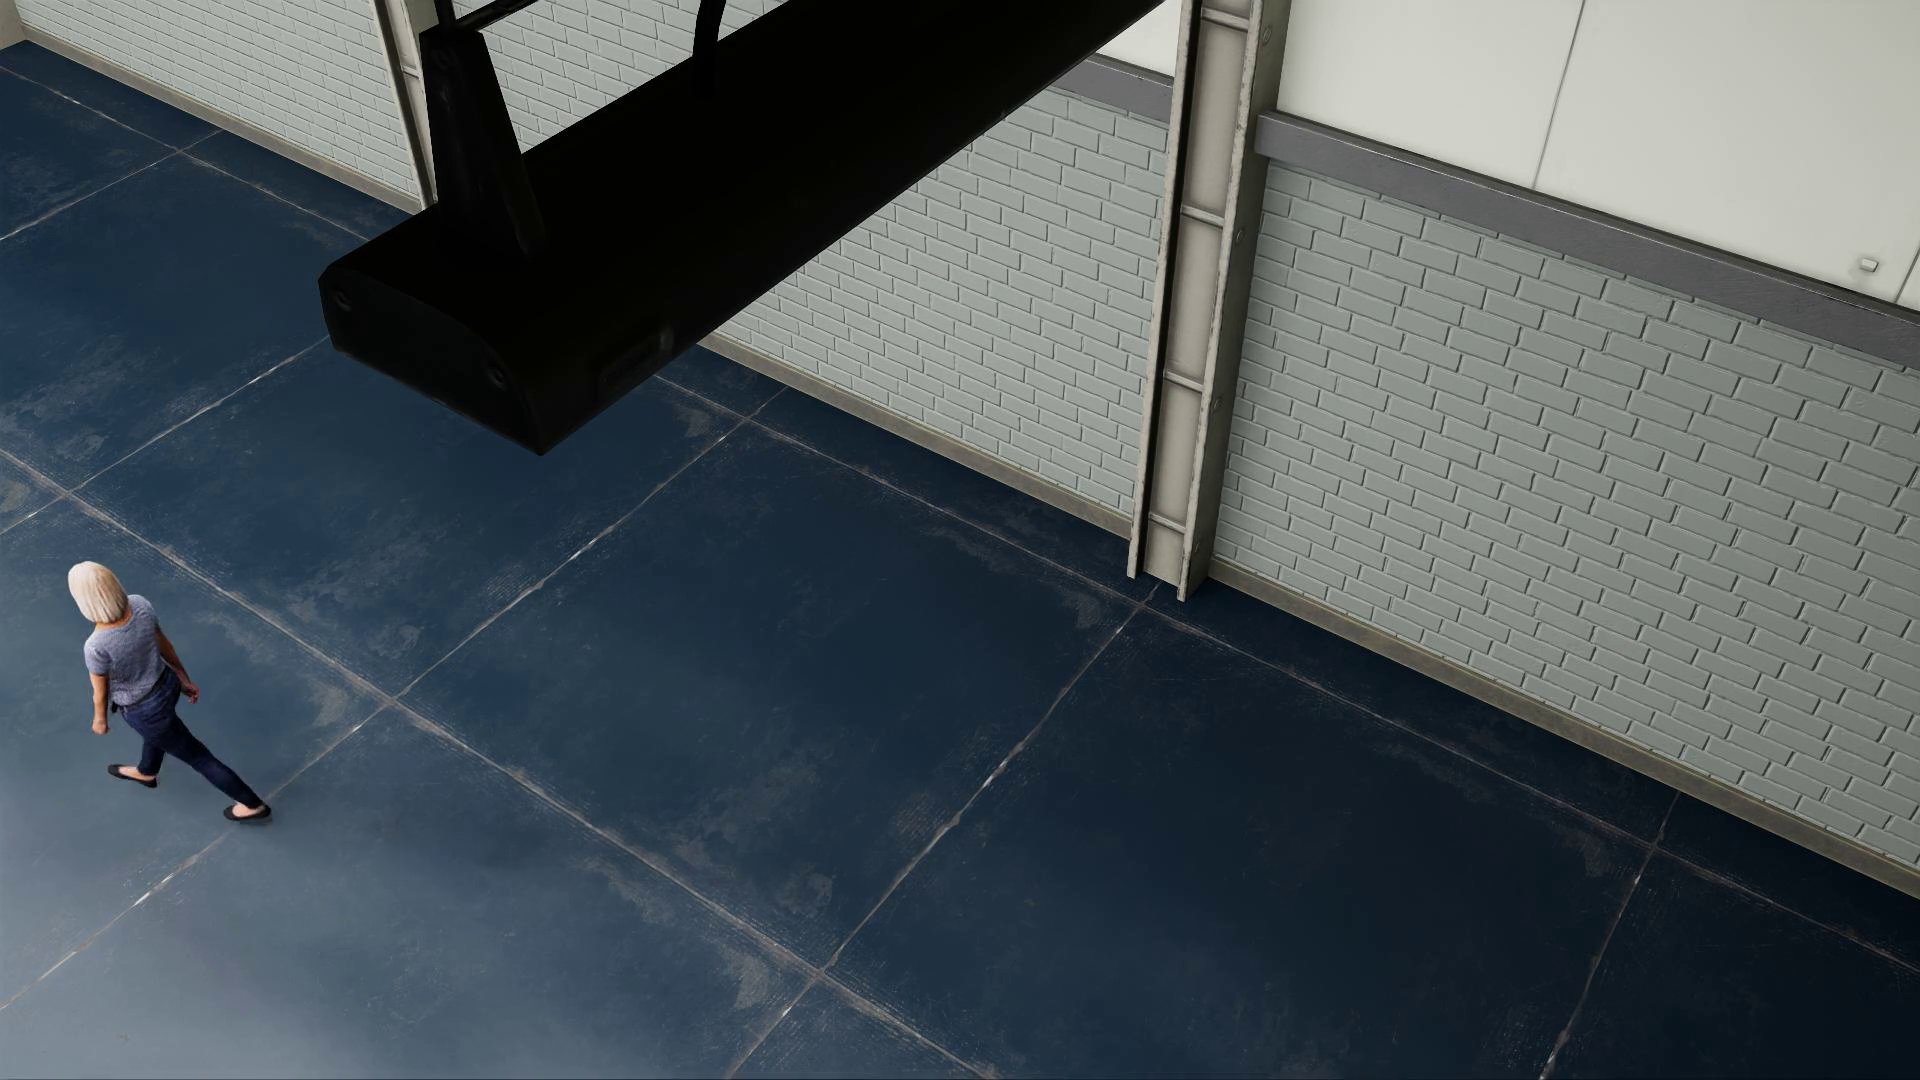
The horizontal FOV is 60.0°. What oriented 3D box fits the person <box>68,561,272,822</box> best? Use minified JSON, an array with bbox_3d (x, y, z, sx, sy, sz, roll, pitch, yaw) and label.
[{"bbox_3d":[-3.796,0.804,7.996,1.209,1.666,0.914,6,43,7],"label":"person"}]
